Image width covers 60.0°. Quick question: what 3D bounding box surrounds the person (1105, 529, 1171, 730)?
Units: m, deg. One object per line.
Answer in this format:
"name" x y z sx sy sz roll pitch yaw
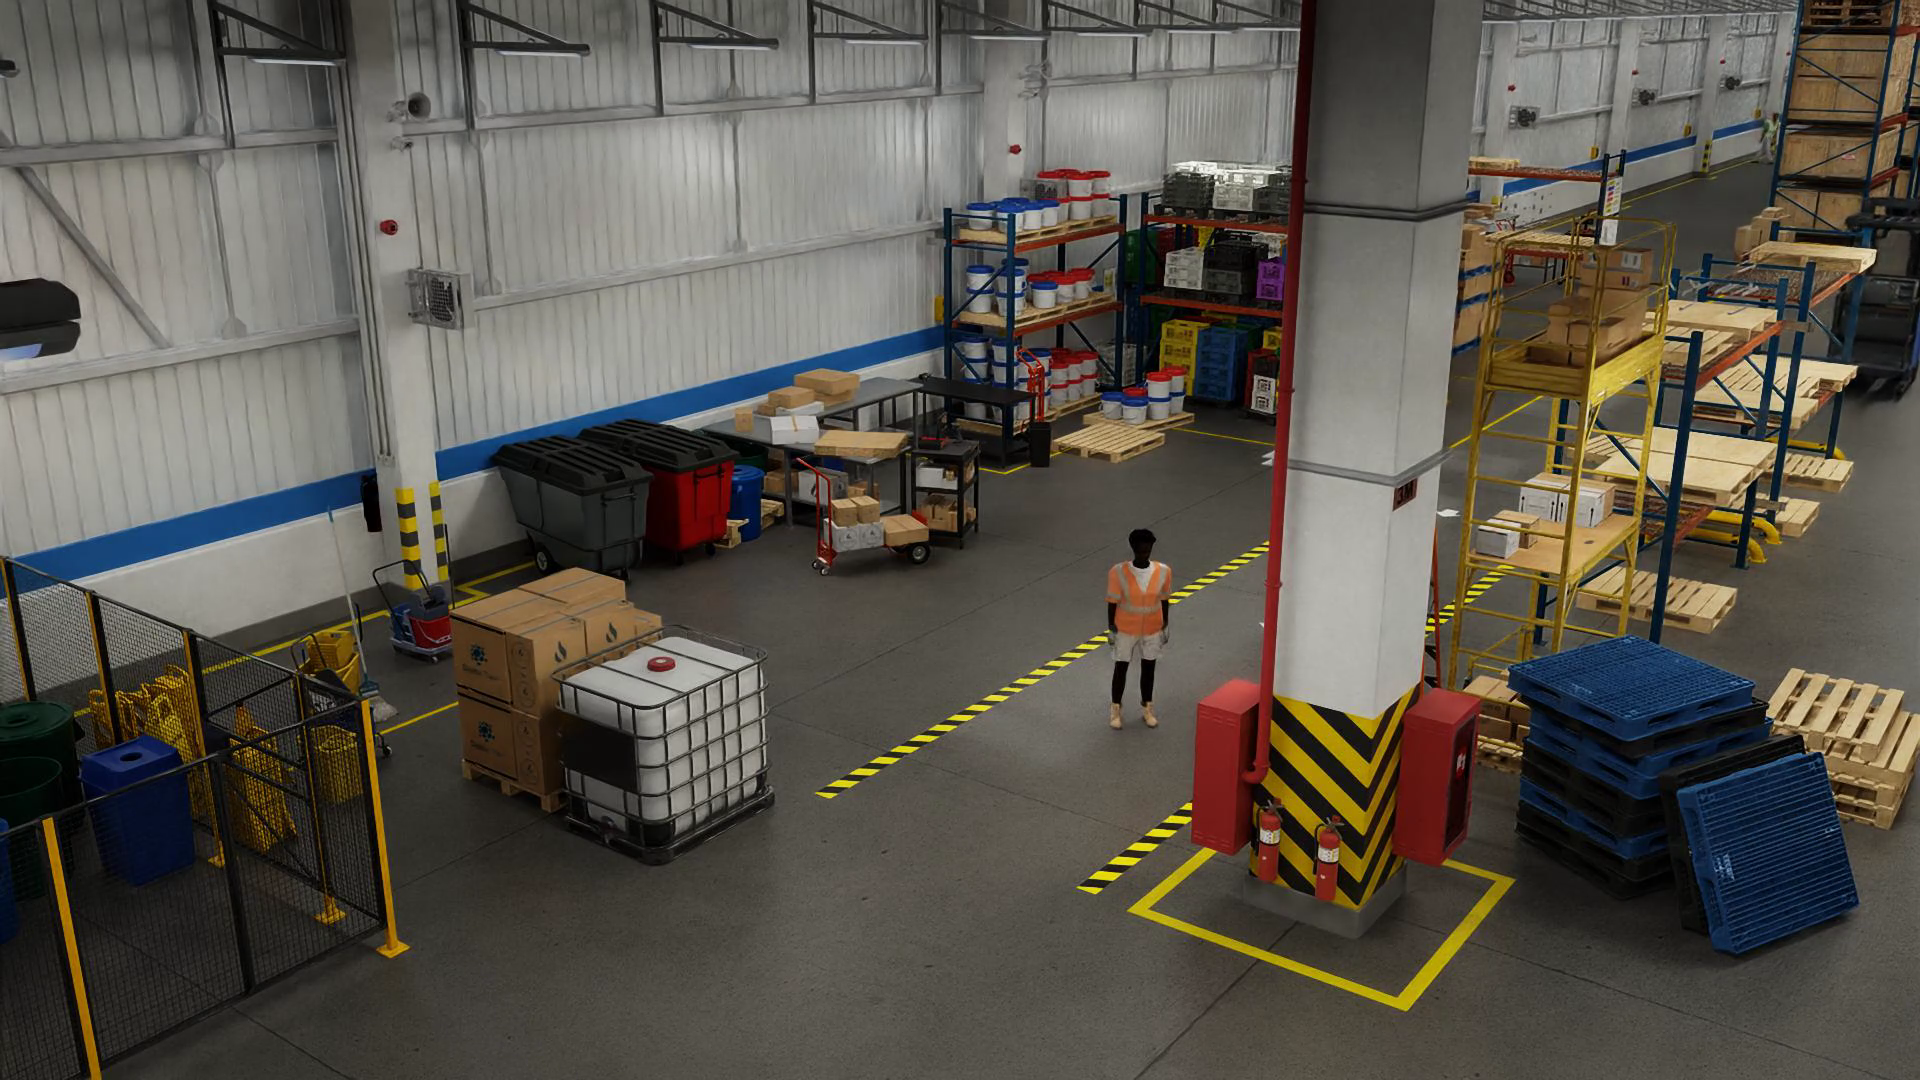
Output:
"person" 1.427 0.708 13.324 0.540 1.696 0.317 -2 18 -8

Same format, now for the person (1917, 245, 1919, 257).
"person" 17.927 -5.123 30.790 0.542 1.939 0.365 5 19 16

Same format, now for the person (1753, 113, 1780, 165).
"person" 28.605 -14.206 58.870 0.580 1.774 0.946 -11 21 -31

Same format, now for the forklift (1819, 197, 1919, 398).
"forklift" 13.925 -3.728 25.029 1.129 2.768 1.873 13 22 34
